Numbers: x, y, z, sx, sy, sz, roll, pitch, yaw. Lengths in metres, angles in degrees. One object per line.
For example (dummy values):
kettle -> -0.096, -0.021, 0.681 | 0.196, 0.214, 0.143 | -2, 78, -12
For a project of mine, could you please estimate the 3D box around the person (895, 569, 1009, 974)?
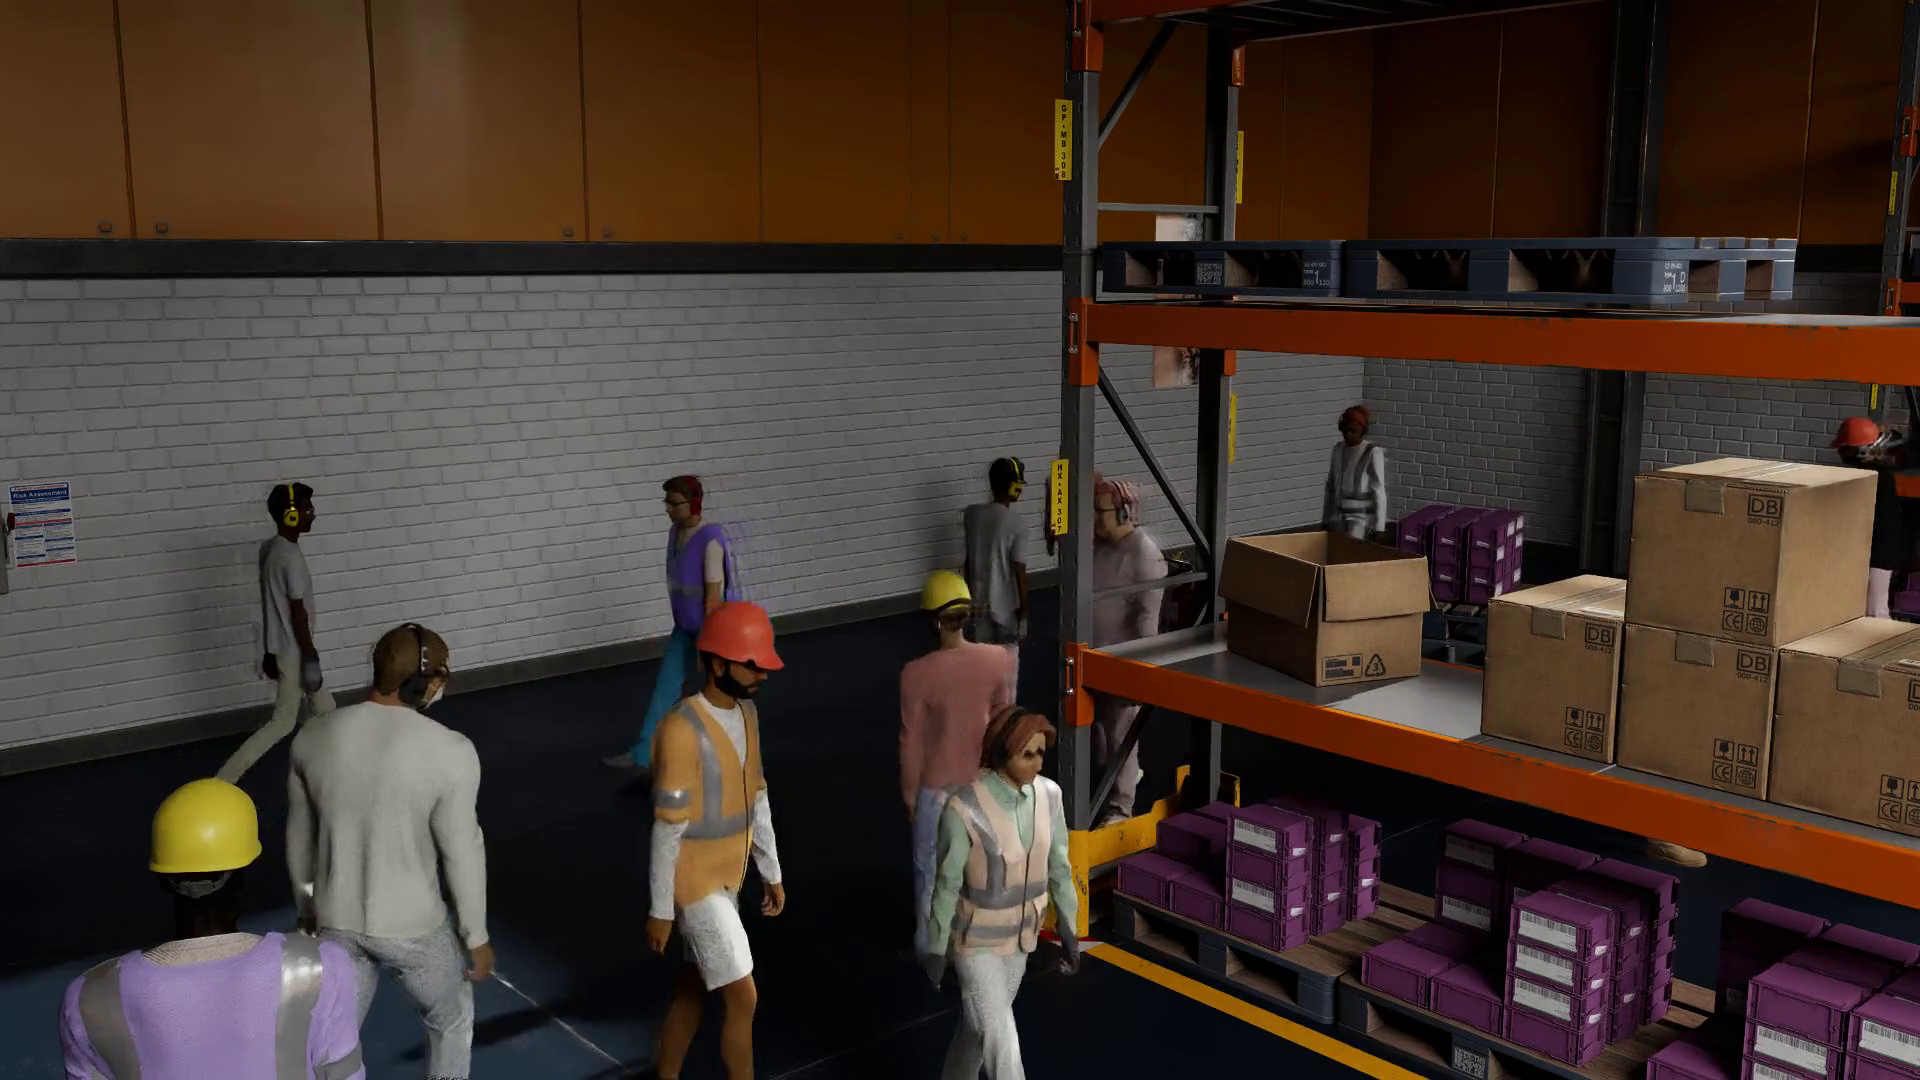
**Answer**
person -> -0.005, 0.996, 6.900 | 0.545, 1.751, 0.581 | -5, 11, -27

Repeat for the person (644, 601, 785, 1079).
person -> -0.733, 1.149, 5.568 | 0.853, 1.895, 0.569 | 3, 10, 18

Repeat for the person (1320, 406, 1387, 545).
person -> 3.140, -0.155, 13.315 | 0.490, 1.856, 0.678 | -4, 10, -21

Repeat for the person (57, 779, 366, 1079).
person -> -1.600, 1.463, 3.648 | 0.592, 1.926, 0.366 | -4, 10, -22

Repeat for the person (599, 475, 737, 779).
person -> -1.590, 0.524, 9.543 | 0.954, 1.786, 0.594 | -7, 12, -34

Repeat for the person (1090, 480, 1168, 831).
person -> 0.807, 0.625, 8.665 | 0.455, 1.895, 0.649 | -6, 12, -33

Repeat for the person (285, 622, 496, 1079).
person -> -1.810, 1.206, 5.262 | 0.711, 1.894, 0.727 | 2, 10, 9

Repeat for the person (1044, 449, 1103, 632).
person -> 0.913, -0.019, 13.243 | 0.518, 1.607, 0.786 | 6, 12, 33

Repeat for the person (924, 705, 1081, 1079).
person -> 0.183, 1.327, 5.380 | 0.528, 1.589, 0.864 | -9, 13, -43

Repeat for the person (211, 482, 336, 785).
person -> -3.681, 0.604, 8.994 | 0.915, 1.836, 0.546 | -6, 12, -33

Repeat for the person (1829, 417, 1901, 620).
person -> 6.069, 0.141, 11.328 | 0.914, 1.944, 0.633 | 8, 13, 39

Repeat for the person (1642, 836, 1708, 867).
person -> 3.646, 0.700, 8.374 | 0.429, 1.839, 0.638 | 4, 10, 22

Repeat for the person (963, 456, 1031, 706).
person -> 0.174, 0.417, 10.021 | 0.537, 1.841, 0.628 | 7, 12, 35
